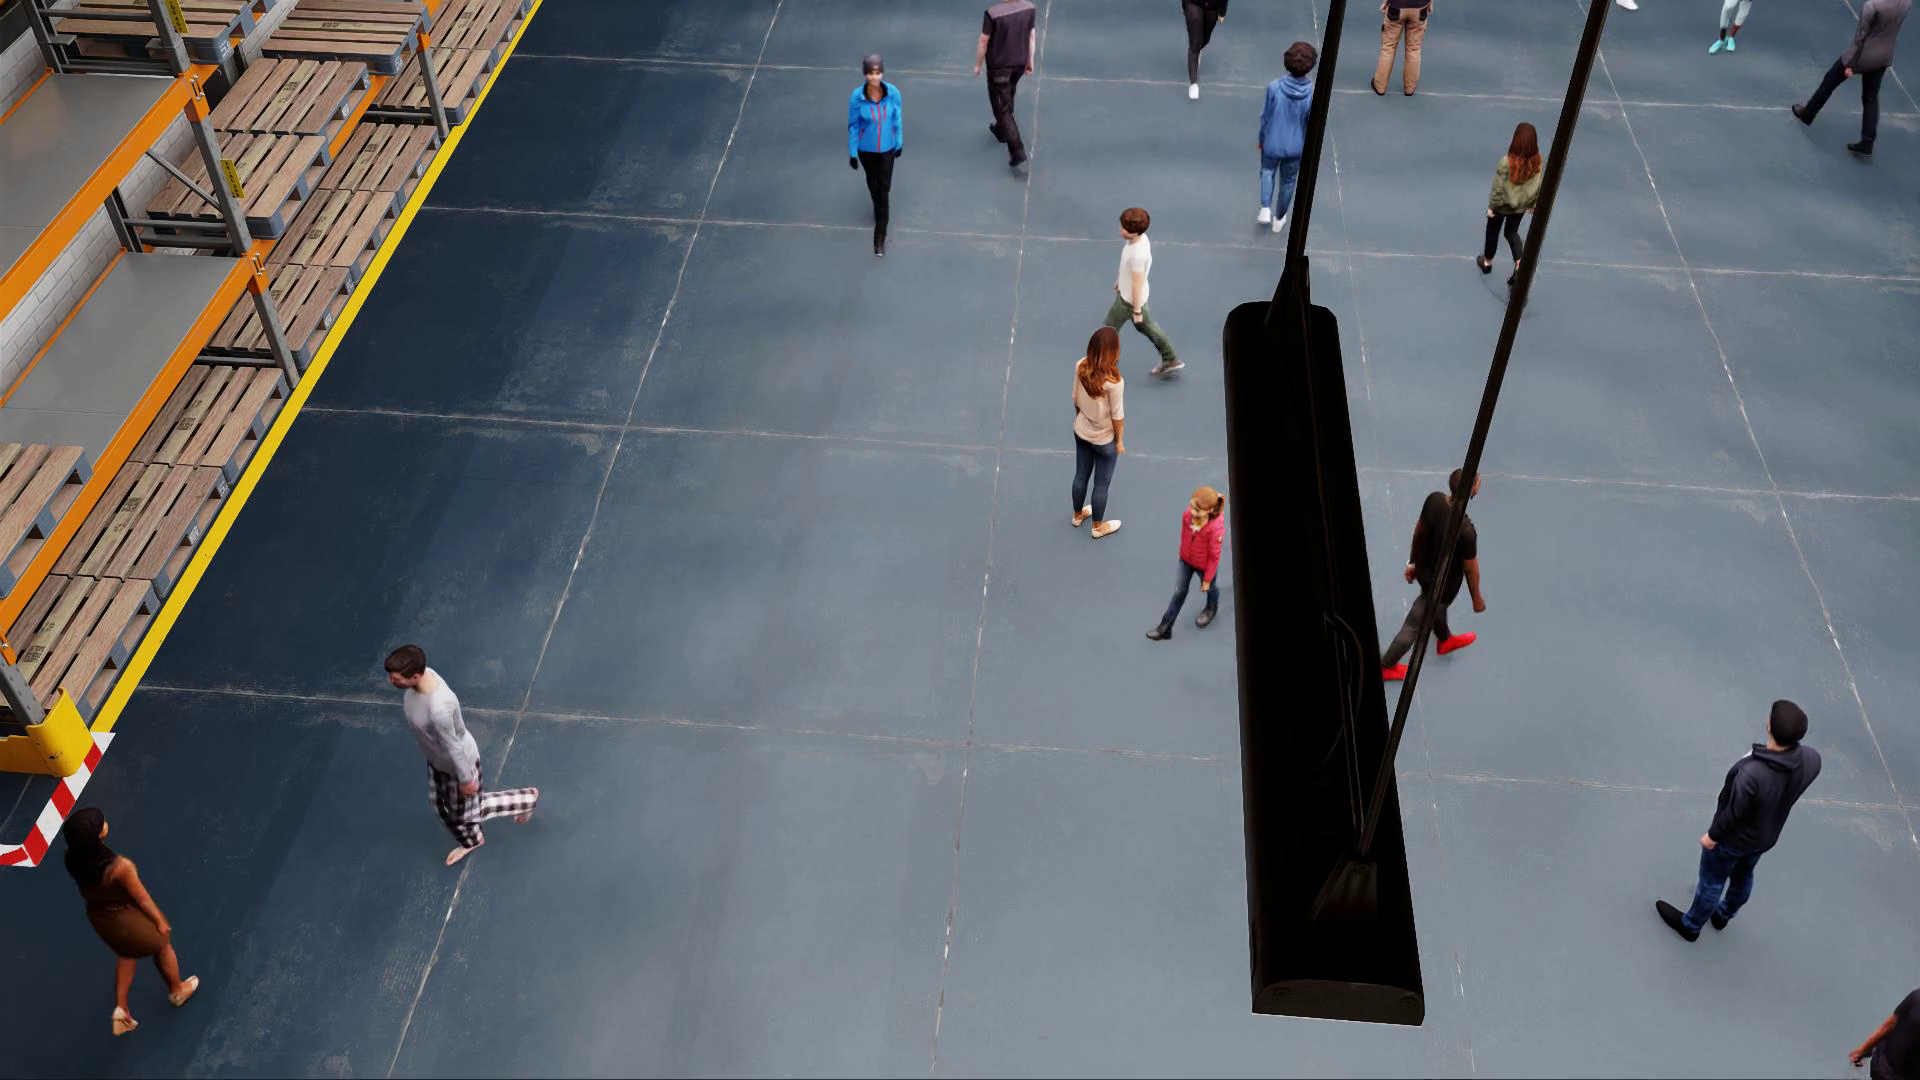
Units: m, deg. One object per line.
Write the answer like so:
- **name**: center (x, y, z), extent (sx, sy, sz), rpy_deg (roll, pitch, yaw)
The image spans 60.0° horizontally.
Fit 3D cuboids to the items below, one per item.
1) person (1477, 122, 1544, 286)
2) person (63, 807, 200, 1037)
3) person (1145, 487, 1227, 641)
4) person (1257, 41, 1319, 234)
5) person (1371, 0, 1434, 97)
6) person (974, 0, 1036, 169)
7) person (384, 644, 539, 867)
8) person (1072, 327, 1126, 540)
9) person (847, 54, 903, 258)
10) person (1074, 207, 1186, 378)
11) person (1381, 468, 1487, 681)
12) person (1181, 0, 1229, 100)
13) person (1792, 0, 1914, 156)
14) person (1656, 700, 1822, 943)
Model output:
- **person**: center (4.754, -2.834, 14.255), extent (0.755, 1.459, 0.937), rpy_deg (-9, 44, -10)
- **person**: center (-4.524, 2.090, 8.934), extent (0.665, 1.668, 0.835), rpy_deg (15, 46, 15)
- **person**: center (1.673, 0.127, 11.272), extent (0.932, 1.286, 0.852), rpy_deg (-33, 53, -30)
- **person**: center (2.869, -3.501, 14.709), extent (0.720, 1.799, 0.670), rpy_deg (10, 44, 10)
- **person**: center (4.465, -5.337, 16.605), extent (0.669, 1.840, 0.564), rpy_deg (4, 44, 4)
- **person**: center (0.469, -4.396, 15.637), extent (1.125, 1.814, 1.293), rpy_deg (-21, 47, -21)
- **person**: center (-2.903, 1.225, 9.728), extent (1.005, 1.825, 0.949), rpy_deg (-24, 49, -23)
- **person**: center (0.971, -0.762, 11.838), extent (0.716, 1.792, 0.670), rpy_deg (-34, 53, -30)
- **person**: center (-0.752, -3.488, 14.733), extent (0.724, 1.746, 1.211), rpy_deg (-2, 44, -2)
- **person**: center (1.450, -1.915, 13.178), extent (0.641, 1.613, 1.047), rpy_deg (3, 44, 3)
- **person**: center (2.998, 0.275, 10.760), extent (0.926, 1.777, 1.051), rpy_deg (-9, 44, -9)
- **person**: center (2.462, -5.400, 16.811), extent (0.607, 1.647, 1.125), rpy_deg (3, 44, 3)
- **person**: center (8.678, -4.536, 15.808), extent (0.951, 1.782, 1.335), rpy_deg (-11, 45, -11)
- **person**: center (4.389, 1.610, 9.277), extent (0.753, 1.890, 0.729), rpy_deg (-14, 45, -14)
